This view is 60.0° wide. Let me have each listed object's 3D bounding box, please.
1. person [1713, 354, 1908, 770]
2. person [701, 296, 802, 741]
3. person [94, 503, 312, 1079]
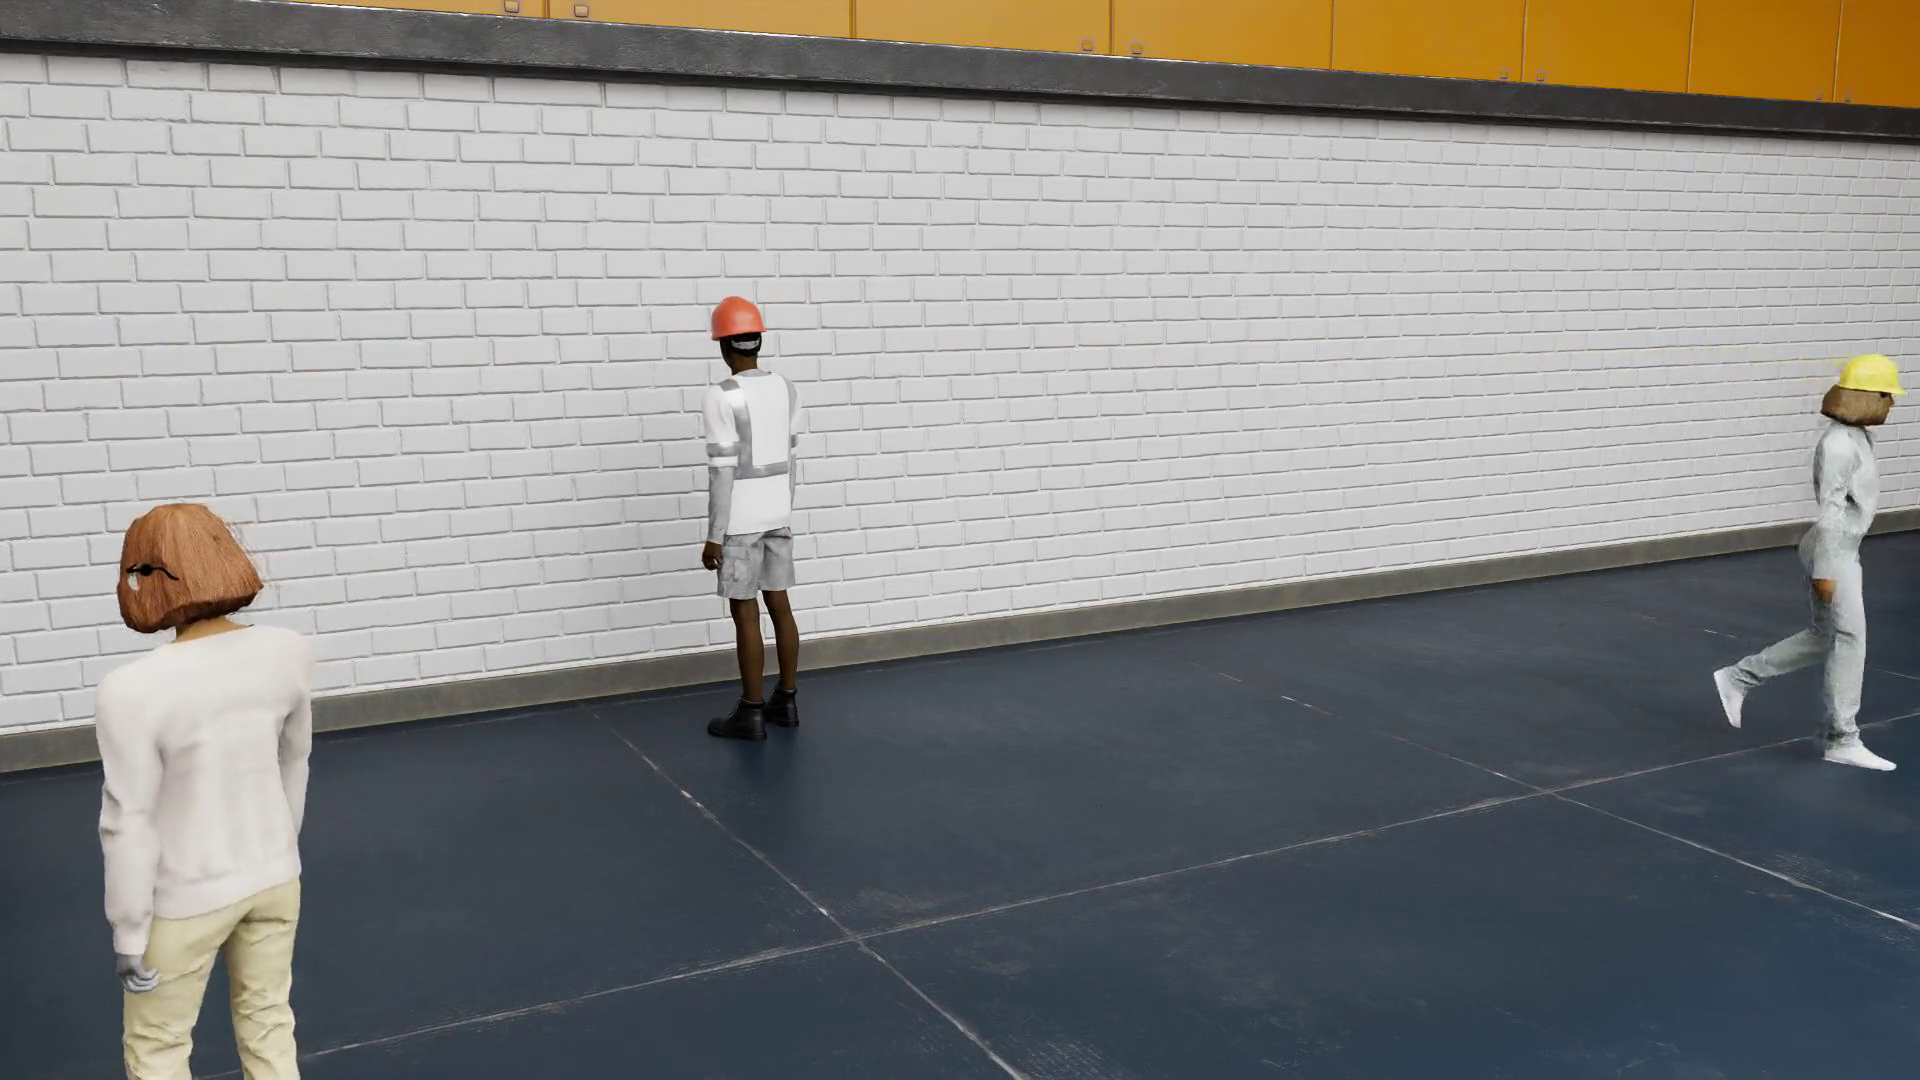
[{"bbox_3d":[3.585,0.074,6.960,0.672,1.717,0.483,7,12,34],"label":"person"},{"bbox_3d":[-0.931,-0.089,7.268,0.376,1.933,0.545,7,12,36],"label":"person"},{"bbox_3d":[-1.548,0.731,3.436,0.337,1.632,0.514,6,11,30],"label":"person"}]
